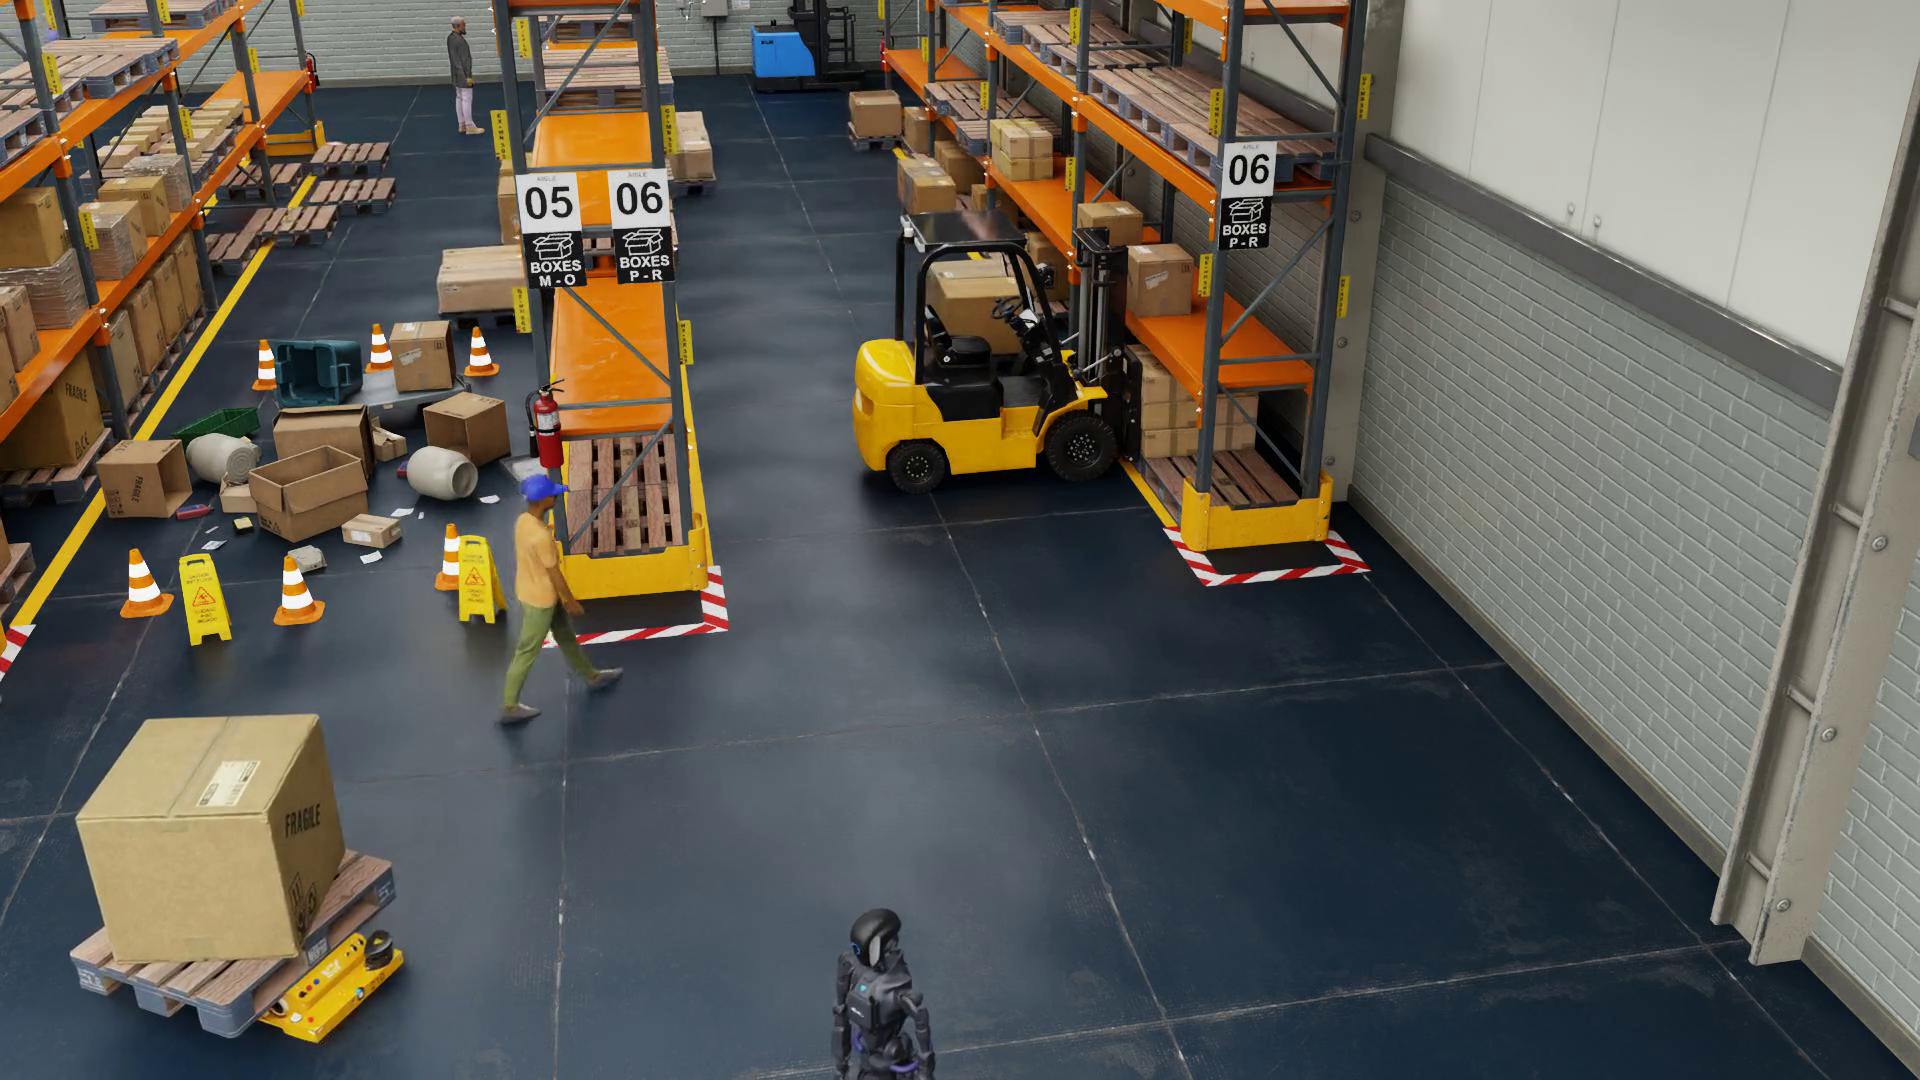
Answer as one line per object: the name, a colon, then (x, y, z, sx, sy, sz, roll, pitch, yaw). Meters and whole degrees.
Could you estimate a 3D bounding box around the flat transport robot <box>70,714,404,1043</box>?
flat transport robot: (-3.689, 2.156, 8.640, 1.431, 0.231, 0.659, 10, 27, 20)

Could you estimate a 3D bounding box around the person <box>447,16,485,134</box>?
person: (-8.084, -7.553, 27.026, 0.402, 1.854, 0.547, -19, 31, -34)

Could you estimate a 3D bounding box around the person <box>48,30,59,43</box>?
person: (-15.264, -8.078, 28.225, 0.820, 1.771, 0.590, -3, 26, -5)

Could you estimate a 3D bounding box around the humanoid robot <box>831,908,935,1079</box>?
humanoid robot: (-0.322, 2.249, 6.849, 0.594, 1.641, 0.614, 21, 33, 37)

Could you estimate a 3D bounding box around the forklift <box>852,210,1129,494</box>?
forklift: (0.216, -1.659, 14.366, 2.313, 2.155, 1.214, -5, 26, -10)

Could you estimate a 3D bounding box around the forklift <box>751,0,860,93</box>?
forklift: (-2.872, -9.679, 30.288, 1.873, 2.768, 1.129, -5, 26, -10)

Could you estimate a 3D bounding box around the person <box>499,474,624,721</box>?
person: (-2.669, 0.363, 10.750, 0.886, 1.668, 0.447, -12, 28, -23)
